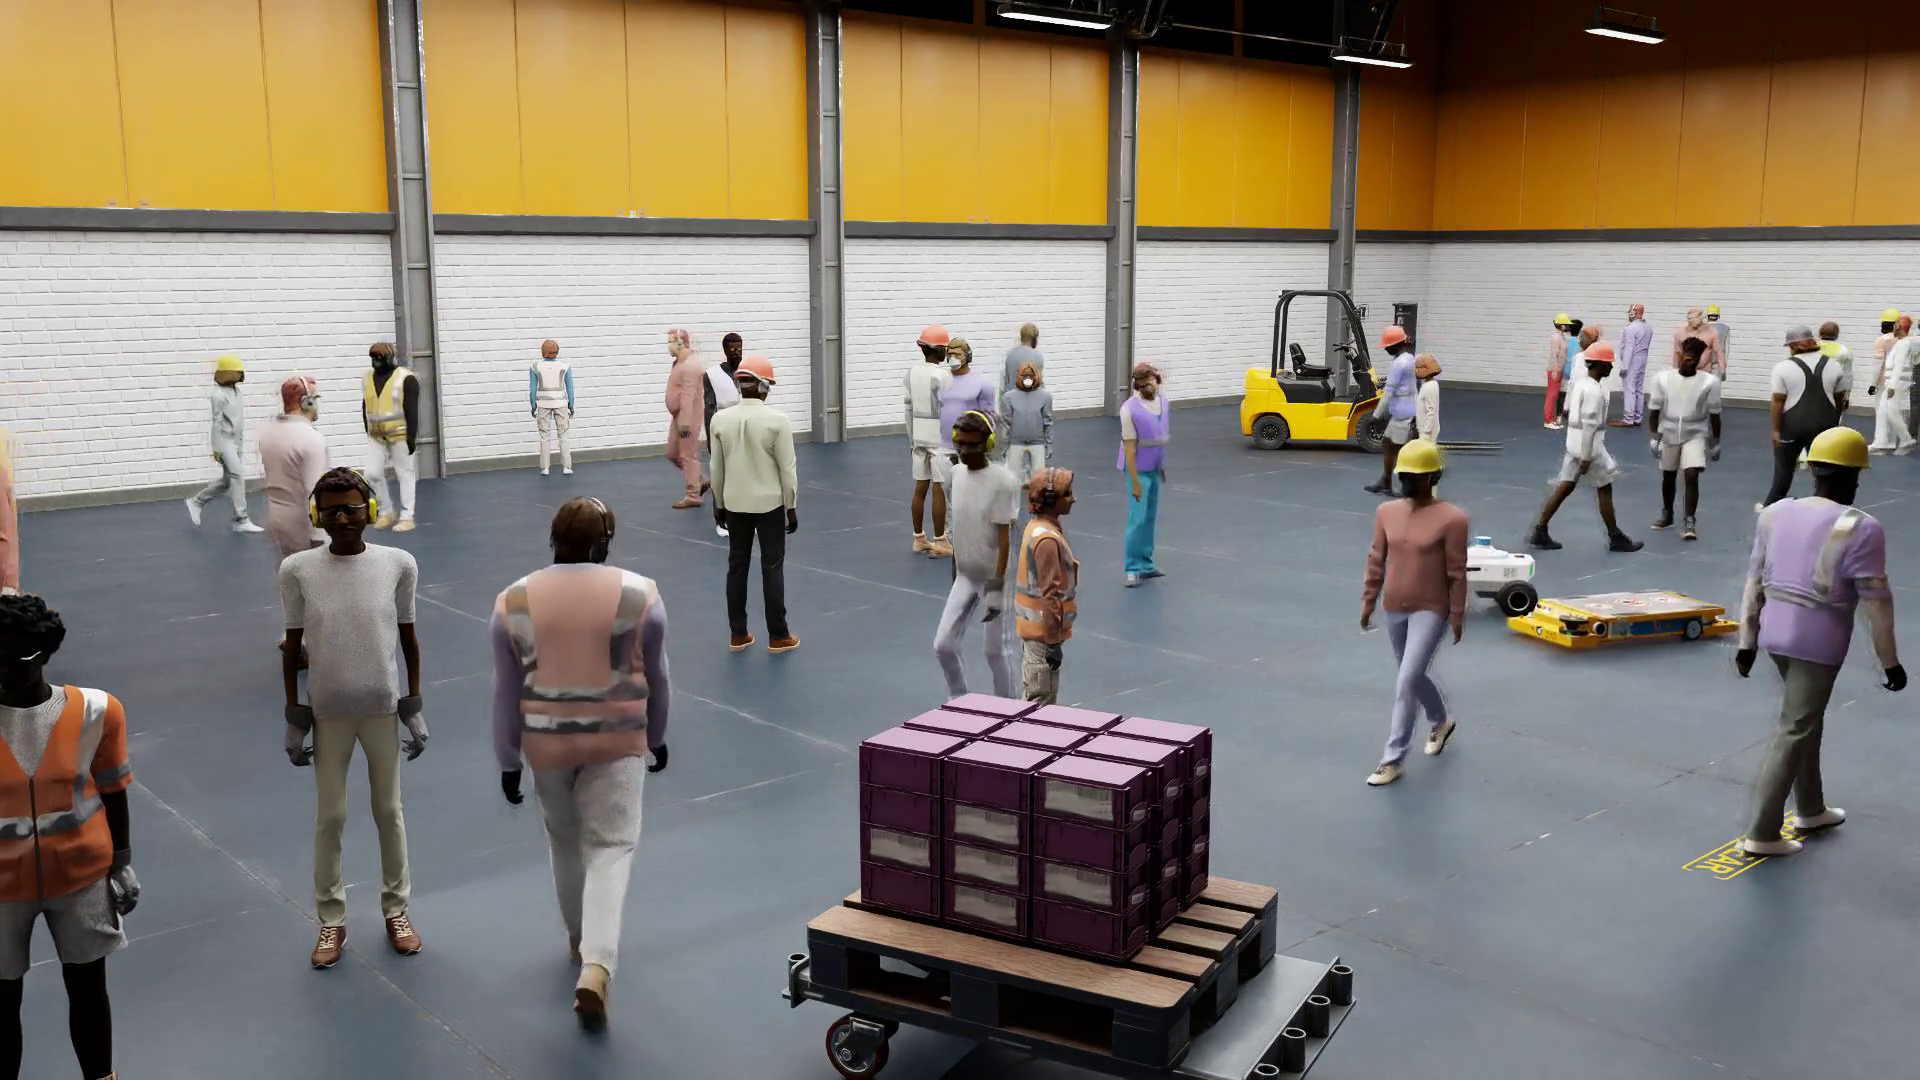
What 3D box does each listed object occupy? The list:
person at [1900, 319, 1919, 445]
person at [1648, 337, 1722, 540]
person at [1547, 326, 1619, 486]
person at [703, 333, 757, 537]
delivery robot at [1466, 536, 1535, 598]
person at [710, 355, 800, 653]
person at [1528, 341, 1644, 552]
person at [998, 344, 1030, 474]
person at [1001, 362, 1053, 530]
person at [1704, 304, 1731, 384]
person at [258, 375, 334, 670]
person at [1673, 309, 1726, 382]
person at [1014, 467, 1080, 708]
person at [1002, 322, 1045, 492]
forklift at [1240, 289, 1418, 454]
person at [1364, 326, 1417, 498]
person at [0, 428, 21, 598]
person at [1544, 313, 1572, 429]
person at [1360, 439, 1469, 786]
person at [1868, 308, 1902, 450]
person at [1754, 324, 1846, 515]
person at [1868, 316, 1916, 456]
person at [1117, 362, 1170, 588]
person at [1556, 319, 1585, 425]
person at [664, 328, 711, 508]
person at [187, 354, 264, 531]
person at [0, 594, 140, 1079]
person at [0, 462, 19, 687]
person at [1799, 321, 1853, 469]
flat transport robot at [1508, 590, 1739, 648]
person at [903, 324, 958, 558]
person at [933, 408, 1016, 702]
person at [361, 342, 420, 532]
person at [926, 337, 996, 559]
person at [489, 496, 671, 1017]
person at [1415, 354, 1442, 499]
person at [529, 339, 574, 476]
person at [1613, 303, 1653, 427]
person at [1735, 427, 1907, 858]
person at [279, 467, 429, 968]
[{"bbox_3d":[13.477,-2.245,23.274,0.504,1.839,0.344,0,10,1],"label":"person"},{"bbox_3d":[6.831,-0.968,15.690,0.645,1.892,0.893,6,11,32],"label":"person"},{"bbox_3d":[7.273,-1.552,19.223,0.977,1.844,0.591,-3,10,-16],"label":"person"},{"bbox_3d":[-2.146,-1.001,15.760,0.592,1.919,0.389,-7,12,-34],"label":"person"},{"bbox_3d":[3.874,0.217,12.337,0.707,0.478,0.477,2,10,10],"label":"delivery robot"},{"bbox_3d":[-1.355,-0.234,11.073,0.611,1.985,0.393,3,10,17],"label":"person"},{"bbox_3d":[5.593,-0.829,14.849,0.998,1.888,0.562,1,10,4],"label":"person"},{"bbox_3d":[0.729,-1.507,19.611,0.544,1.613,0.484,3,10,14],"label":"person"},{"bbox_3d":[0.648,-0.905,16.051,0.502,1.627,0.276,0,10,0],"label":"person"},{"bbox_3d":[12.519,-3.011,27.776,0.591,1.833,0.403,1,10,8],"label":"person"},{"bbox_3d":[-4.141,-0.095,10.539,0.649,1.888,0.430,7,12,37],"label":"person"},{"bbox_3d":[11.241,-2.588,25.302,0.741,1.845,1.035,5,11,25],"label":"person"},{"bbox_3d":[0.415,0.462,8.009,0.310,1.638,0.523,-1,10,-3],"label":"person"},{"bbox_3d":[0.654,-1.452,18.435,0.592,1.911,0.663,-6,11,-32],"label":"person"},{"bbox_3d":[5.034,-2.339,22.783,2.313,2.155,1.214,3,10,16],"label":"forklift"},{"bbox_3d":[4.692,-1.382,18.092,0.707,1.886,0.587,4,11,23],"label":"person"},{"bbox_3d":[-6.082,-0.086,10.408,0.549,1.914,0.569,1,10,4],"label":"person"},{"bbox_3d":[9.154,-2.579,25.443,0.331,1.768,0.526,6,11,31],"label":"person"},{"bbox_3d":[2.351,0.331,8.513,0.874,1.730,0.536,-9,13,-41],"label":"person"},{"bbox_3d":[12.565,-2.167,22.552,0.589,1.930,0.360,-5,11,-26],"label":"person"},{"bbox_3d":[8.339,-1.170,16.391,0.755,2.000,0.999,1,10,5],"label":"person"},{"bbox_3d":[12.368,-2.020,21.955,0.656,1.847,0.671,2,10,14],"label":"person"},{"bbox_3d":[1.502,-0.535,13.373,0.402,1.807,0.732,7,12,37],"label":"person"},{"bbox_3d":[9.444,-2.571,25.725,0.540,1.666,0.702,5,11,28],"label":"person"},{"bbox_3d":[-2.887,-1.269,17.416,0.431,1.888,0.649,-4,10,-22],"label":"person"},{"bbox_3d":[-7.094,-0.925,15.926,0.723,1.718,0.493,0,10,3],"label":"person"},{"bbox_3d":[-2.657,0.981,4.798,0.532,1.697,0.322,-6,11,-32],"label":"person"},{"bbox_3d":[-4.963,0.214,8.415,0.376,1.997,0.612,-9,13,-43],"label":"person"},{"bbox_3d":[10.673,-1.783,20.566,0.633,1.841,0.429,6,11,32],"label":"person"},{"bbox_3d":[4.622,0.536,11.577,1.431,0.197,0.652,-3,10,-20],"label":"flat transport robot"},{"bbox_3d":[-0.226,-0.867,14.607,0.377,2.045,0.605,-9,13,-42],"label":"person"},{"bbox_3d":[0.085,0.226,8.792,0.546,1.843,0.580,9,13,41],"label":"person"},{"bbox_3d":[-5.437,-0.976,15.883,0.648,1.828,0.462,2,10,14],"label":"person"},{"bbox_3d":[-0.006,-0.788,14.453,0.627,1.941,0.372,3,10,19],"label":"person"},{"bbox_3d":[-1.347,0.745,5.917,0.617,1.802,0.940,-1,10,-3],"label":"person"},{"bbox_3d":[4.787,-1.088,17.100,0.280,1.632,0.507,3,10,15],"label":"person"},{"bbox_3d":[-4.903,-1.587,20.006,0.522,1.638,0.310,-2,10,-13],"label":"person"},{"bbox_3d":[10.387,-2.693,25.697,0.651,1.907,0.409,-8,13,-41],"label":"person"},{"bbox_3d":[3.819,0.454,7.325,0.852,1.891,0.605,-3,10,-18],"label":"person"},{"bbox_3d":[-2.261,0.652,6.221,0.513,1.872,0.328,-4,10,-22],"label":"person"}]
